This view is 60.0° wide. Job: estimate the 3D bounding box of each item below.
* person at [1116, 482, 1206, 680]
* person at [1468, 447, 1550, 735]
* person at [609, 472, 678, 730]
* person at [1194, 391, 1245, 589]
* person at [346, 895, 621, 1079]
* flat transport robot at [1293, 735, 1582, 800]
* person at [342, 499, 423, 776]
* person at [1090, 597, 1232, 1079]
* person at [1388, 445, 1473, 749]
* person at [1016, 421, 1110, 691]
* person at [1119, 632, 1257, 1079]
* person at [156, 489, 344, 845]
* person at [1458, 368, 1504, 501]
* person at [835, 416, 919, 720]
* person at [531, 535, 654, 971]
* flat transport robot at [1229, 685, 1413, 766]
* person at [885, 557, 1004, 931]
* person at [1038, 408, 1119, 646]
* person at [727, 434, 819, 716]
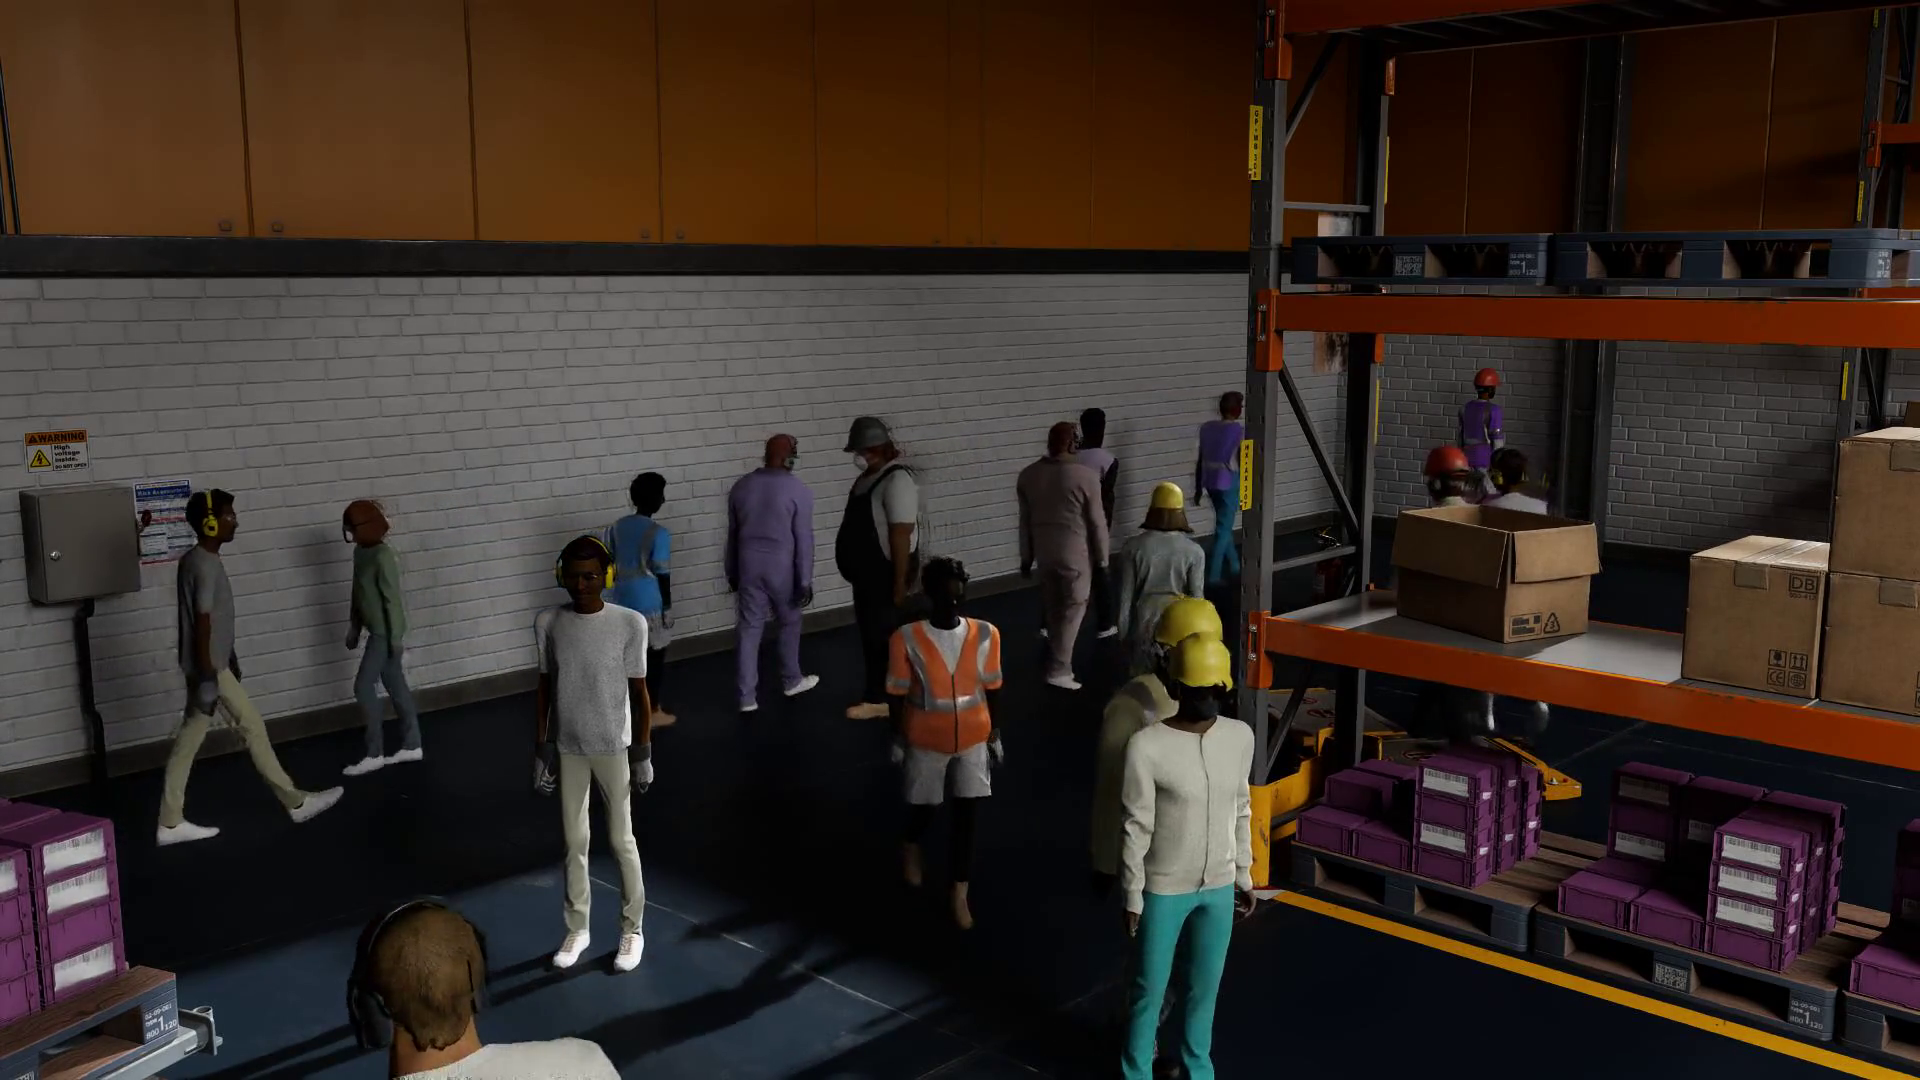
[{"bbox_3d":[1.153,0.534,9.601,0.511,1.721,0.519,2,9,9],"label":"person"},{"bbox_3d":[3.437,0.338,10.462,0.539,1.843,0.645,-2,9,-11],"label":"person"},{"bbox_3d":[-2.062,0.413,10.492,0.552,1.671,0.560,8,12,40],"label":"person"},{"bbox_3d":[2.555,-0.475,15.497,0.866,1.811,0.600,-8,12,-41],"label":"person"},{"bbox_3d":[-0.831,1.544,2.853,0.644,1.943,0.685,-6,11,-34],"label":"person"},{"bbox_3d":[2.670,1.299,9.356,1.431,0.197,0.652,-2,9,-10],"label":"flat transport robot"},{"bbox_3d":[-3.471,0.565,9.751,0.619,1.613,0.508,-5,11,-30],"label":"person"},{"bbox_3d":[0.751,1.088,5.968,0.522,1.808,0.591,7,11,35],"label":"person"},{"bbox_3d":[2.766,0.431,9.618,0.642,1.945,0.991,-5,11,-29],"label":"person"},{"bbox_3d":[0.737,0.113,11.666,0.664,1.898,0.531,6,11,31],"label":"person"},{"bbox_3d":[0.778,1.168,5.598,0.533,1.765,0.329,-5,10,-26],"label":"person"},{"bbox_3d":[-3.761,0.643,8.624,0.941,1.822,0.555,-6,11,-32],"label":"person"},{"bbox_3d":[5.365,-0.794,17.098,0.358,1.938,0.542,-6,11,-31],"label":"person"},{"bbox_3d":[-0.494,0.177,10.824,0.649,2.000,0.714,-4,10,-24],"label":"person"},{"bbox_3d":[-1.550,0.893,7.004,0.518,1.862,0.319,1,9,9],"label":"person"},{"bbox_3d":[2.217,1.144,10.312,0.652,0.197,1.431,-2,9,-10],"label":"flat transport robot"},{"bbox_3d":[-0.077,0.890,7.544,0.540,1.684,0.491,-3,10,-15],"label":"person"},{"bbox_3d":[0.941,-0.100,13.055,0.595,1.878,0.955,6,11,31],"label":"person"},{"bbox_3d":[-1.253,0.215,11.172,0.723,1.846,0.920,4,10,21],"label":"person"}]
